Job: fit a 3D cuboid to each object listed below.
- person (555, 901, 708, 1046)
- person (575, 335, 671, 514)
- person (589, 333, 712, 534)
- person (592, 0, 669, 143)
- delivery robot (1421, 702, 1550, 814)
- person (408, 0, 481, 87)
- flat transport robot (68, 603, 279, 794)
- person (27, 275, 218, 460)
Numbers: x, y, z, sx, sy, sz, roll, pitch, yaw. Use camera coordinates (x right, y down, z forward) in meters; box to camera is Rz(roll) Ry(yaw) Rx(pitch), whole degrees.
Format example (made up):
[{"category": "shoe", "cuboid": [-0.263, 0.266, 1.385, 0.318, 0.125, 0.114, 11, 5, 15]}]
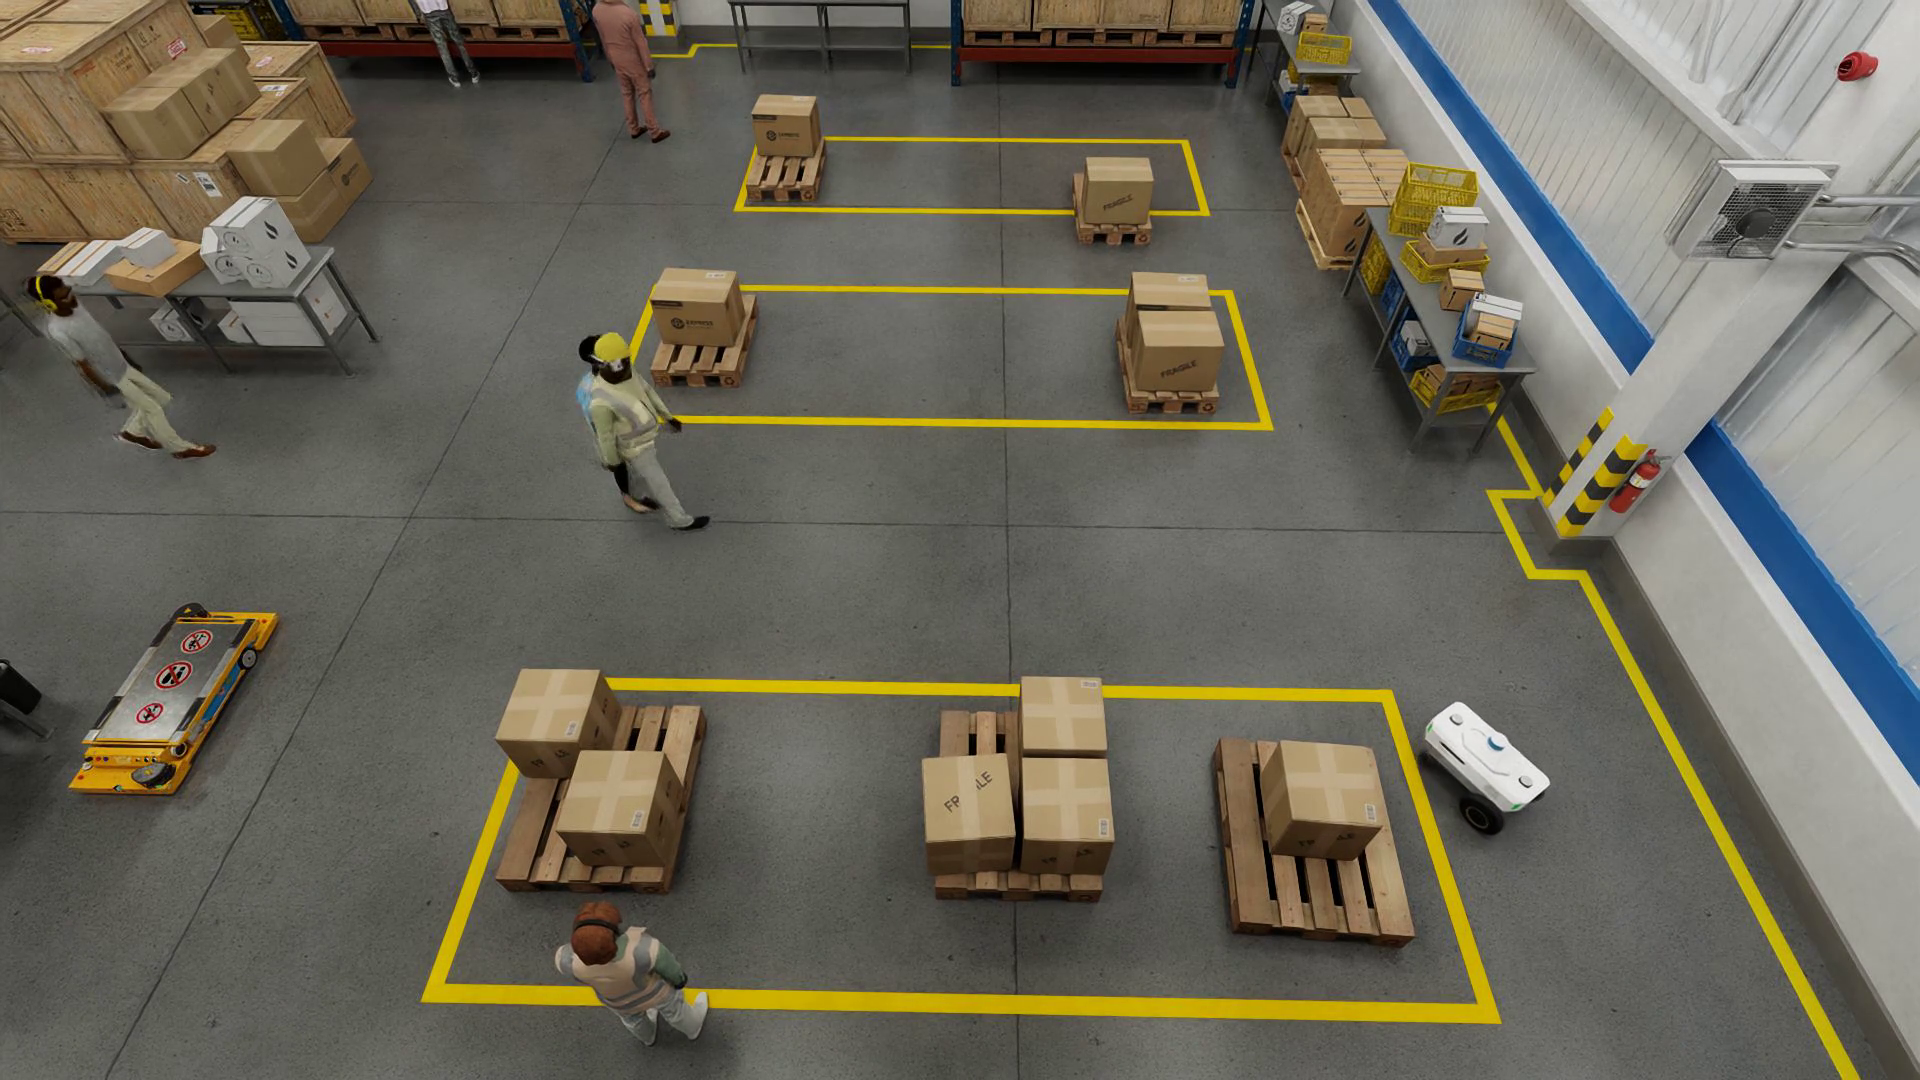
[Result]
[{"category": "person", "cuboid": [-1.618, 2.215, 4.590, 0.504, 1.631, 0.311, -3, 50, -2]}, {"category": "person", "cuboid": [-2.660, -0.905, 7.190, 0.320, 1.692, 0.533, 19, 52, 16]}, {"category": "person", "cuboid": [-2.470, -0.802, 7.054, 0.761, 1.778, 0.585, 1, 50, 1]}, {"category": "person", "cuboid": [-4.051, -5.898, 11.284, 0.653, 1.901, 0.400, 19, 52, 15]}, {"category": "delivery robot", "cuboid": [3.378, 1.403, 5.918, 0.477, 0.478, 0.707, -26, 54, -20]}, {"category": "person", "cuboid": [-7.040, -7.134, 12.314, 0.590, 1.919, 0.391, -22, 53, -17]}, {"category": "flat transport robot", "cuboid": [-5.504, 1.072, 6.442, 0.652, 0.197, 1.431, 1, 50, 1]}, {"category": "person", "cuboid": [-6.924, -1.348, 7.460, 0.534, 1.850, 0.543, -16, 52, -13]}]
